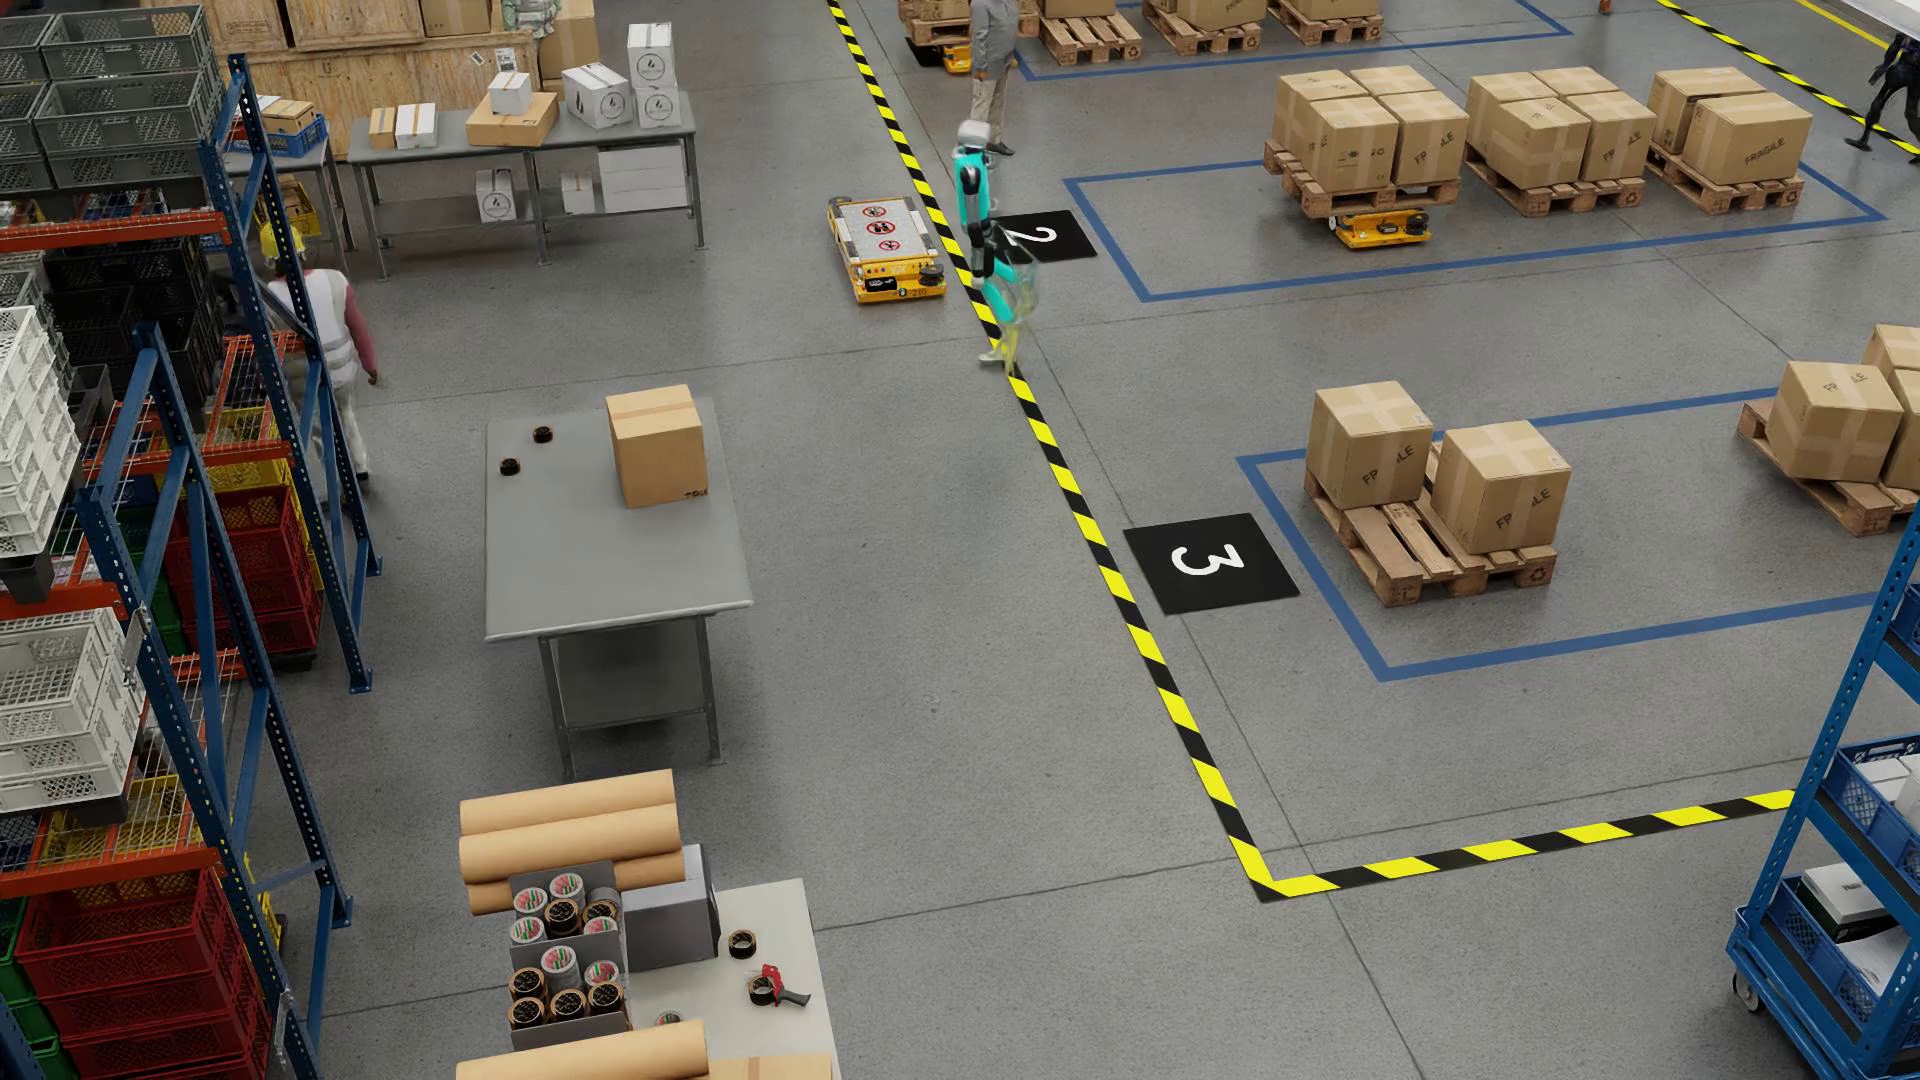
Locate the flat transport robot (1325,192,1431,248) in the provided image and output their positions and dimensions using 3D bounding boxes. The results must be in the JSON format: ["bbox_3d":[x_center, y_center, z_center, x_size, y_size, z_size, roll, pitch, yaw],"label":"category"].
[{"bbox_3d":[3.134,-2.740,13.213,0.652,0.197,1.431,-8,37,-10],"label":"flat transport robot"}]

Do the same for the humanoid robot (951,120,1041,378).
[{"bbox_3d":[0.296,-1.819,10.863,0.712,1.895,0.541,0,37,-1],"label":"humanoid robot"}]

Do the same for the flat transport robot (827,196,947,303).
[{"bbox_3d":[-0.570,-2.220,12.538,0.659,0.231,1.431,-8,37,-10],"label":"flat transport robot"}]

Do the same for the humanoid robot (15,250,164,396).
[{"bbox_3d":[-4.830,-0.960,9.627,0.796,1.787,0.556,-5,37,-6],"label":"humanoid robot"}]

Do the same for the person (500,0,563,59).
[{"bbox_3d":[-3.545,-4.283,13.915,0.412,1.939,0.604,24,43,29],"label":"person"}]

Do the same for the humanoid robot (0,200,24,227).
[{"bbox_3d":[-5.722,-1.125,9.842,0.817,1.770,0.538,-18,40,-23],"label":"humanoid robot"}]

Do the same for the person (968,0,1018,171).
[{"bbox_3d":[0.264,-3.932,13.581,0.396,1.766,0.572,19,41,23],"label":"person"}]

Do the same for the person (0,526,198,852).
[{"bbox_3d":[-3.815,0.609,7.251,0.612,2.041,0.391,-15,39,-20],"label":"person"}]

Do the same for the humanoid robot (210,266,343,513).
[{"bbox_3d":[-4.066,-0.833,9.530,0.740,1.636,0.595,-6,37,-8],"label":"humanoid robot"}]

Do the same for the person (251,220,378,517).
[{"bbox_3d":[-3.745,-0.999,9.603,0.626,1.804,0.599,-31,46,-35],"label":"person"}]

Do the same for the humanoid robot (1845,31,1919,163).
[{"bbox_3d":[7.870,-3.918,13.670,0.589,1.640,0.734,-15,39,-19],"label":"humanoid robot"}]

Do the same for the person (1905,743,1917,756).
[{"bbox_3d":[4.431,0.747,7.223,0.369,1.852,0.591,-6,37,-8],"label":"person"}]

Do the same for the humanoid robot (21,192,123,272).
[{"bbox_3d":[-5.759,-1.905,10.941,0.391,1.644,0.593,22,42,26],"label":"humanoid robot"}]

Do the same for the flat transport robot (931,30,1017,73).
[{"bbox_3d":[0.067,-4.880,16.090,0.652,0.197,1.431,-8,37,-10],"label":"flat transport robot"}]

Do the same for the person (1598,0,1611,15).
[{"bbox_3d":[6.736,-6.354,16.786,0.603,1.835,0.992,7,37,9],"label":"person"}]

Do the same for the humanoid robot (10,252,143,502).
[{"bbox_3d":[-5.042,-0.977,9.633,0.626,1.770,0.793,30,46,34],"label":"humanoid robot"}]
